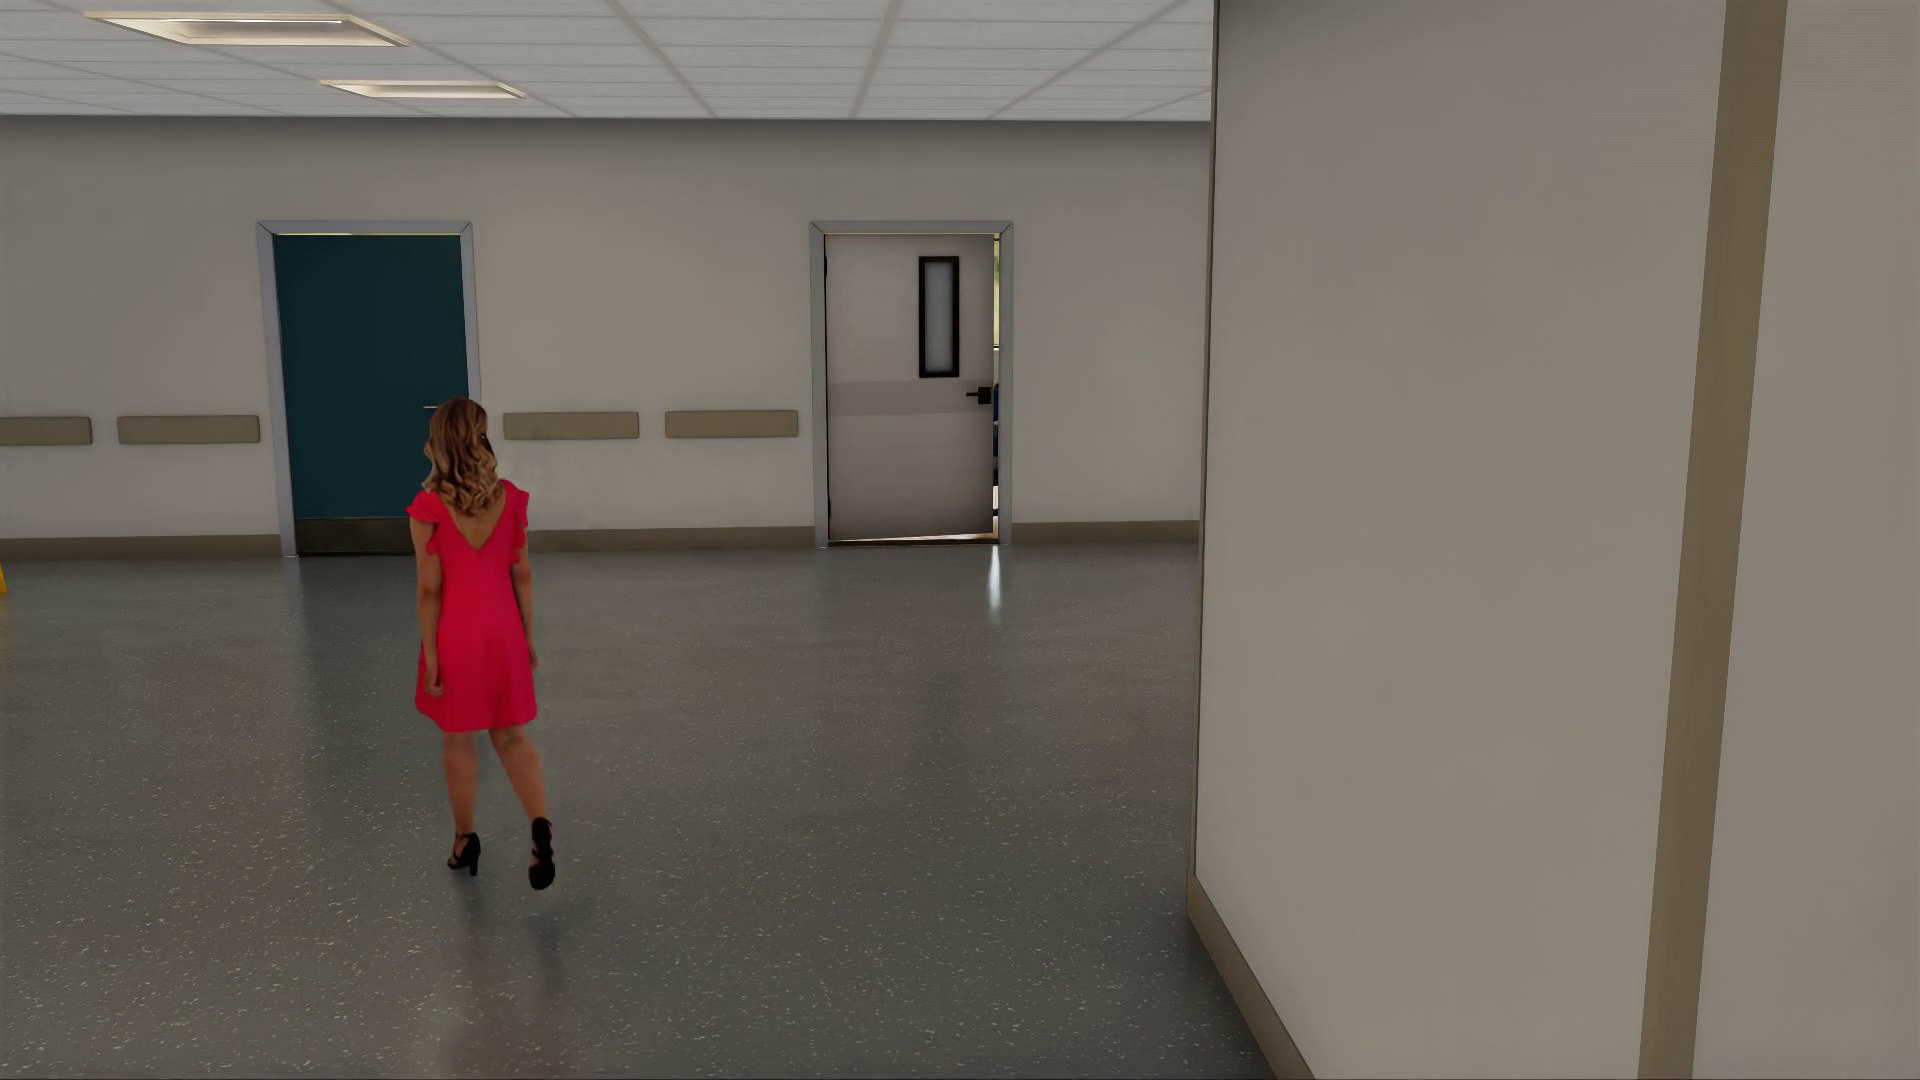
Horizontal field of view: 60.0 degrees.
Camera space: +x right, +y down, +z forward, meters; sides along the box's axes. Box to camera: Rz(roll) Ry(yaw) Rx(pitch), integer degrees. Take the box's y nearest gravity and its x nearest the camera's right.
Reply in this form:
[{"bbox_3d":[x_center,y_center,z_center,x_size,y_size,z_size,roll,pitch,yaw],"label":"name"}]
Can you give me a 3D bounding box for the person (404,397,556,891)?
[{"bbox_3d":[-1.597,0.390,5.609,1.011,1.702,0.949,-8,13,-35],"label":"person"}]
